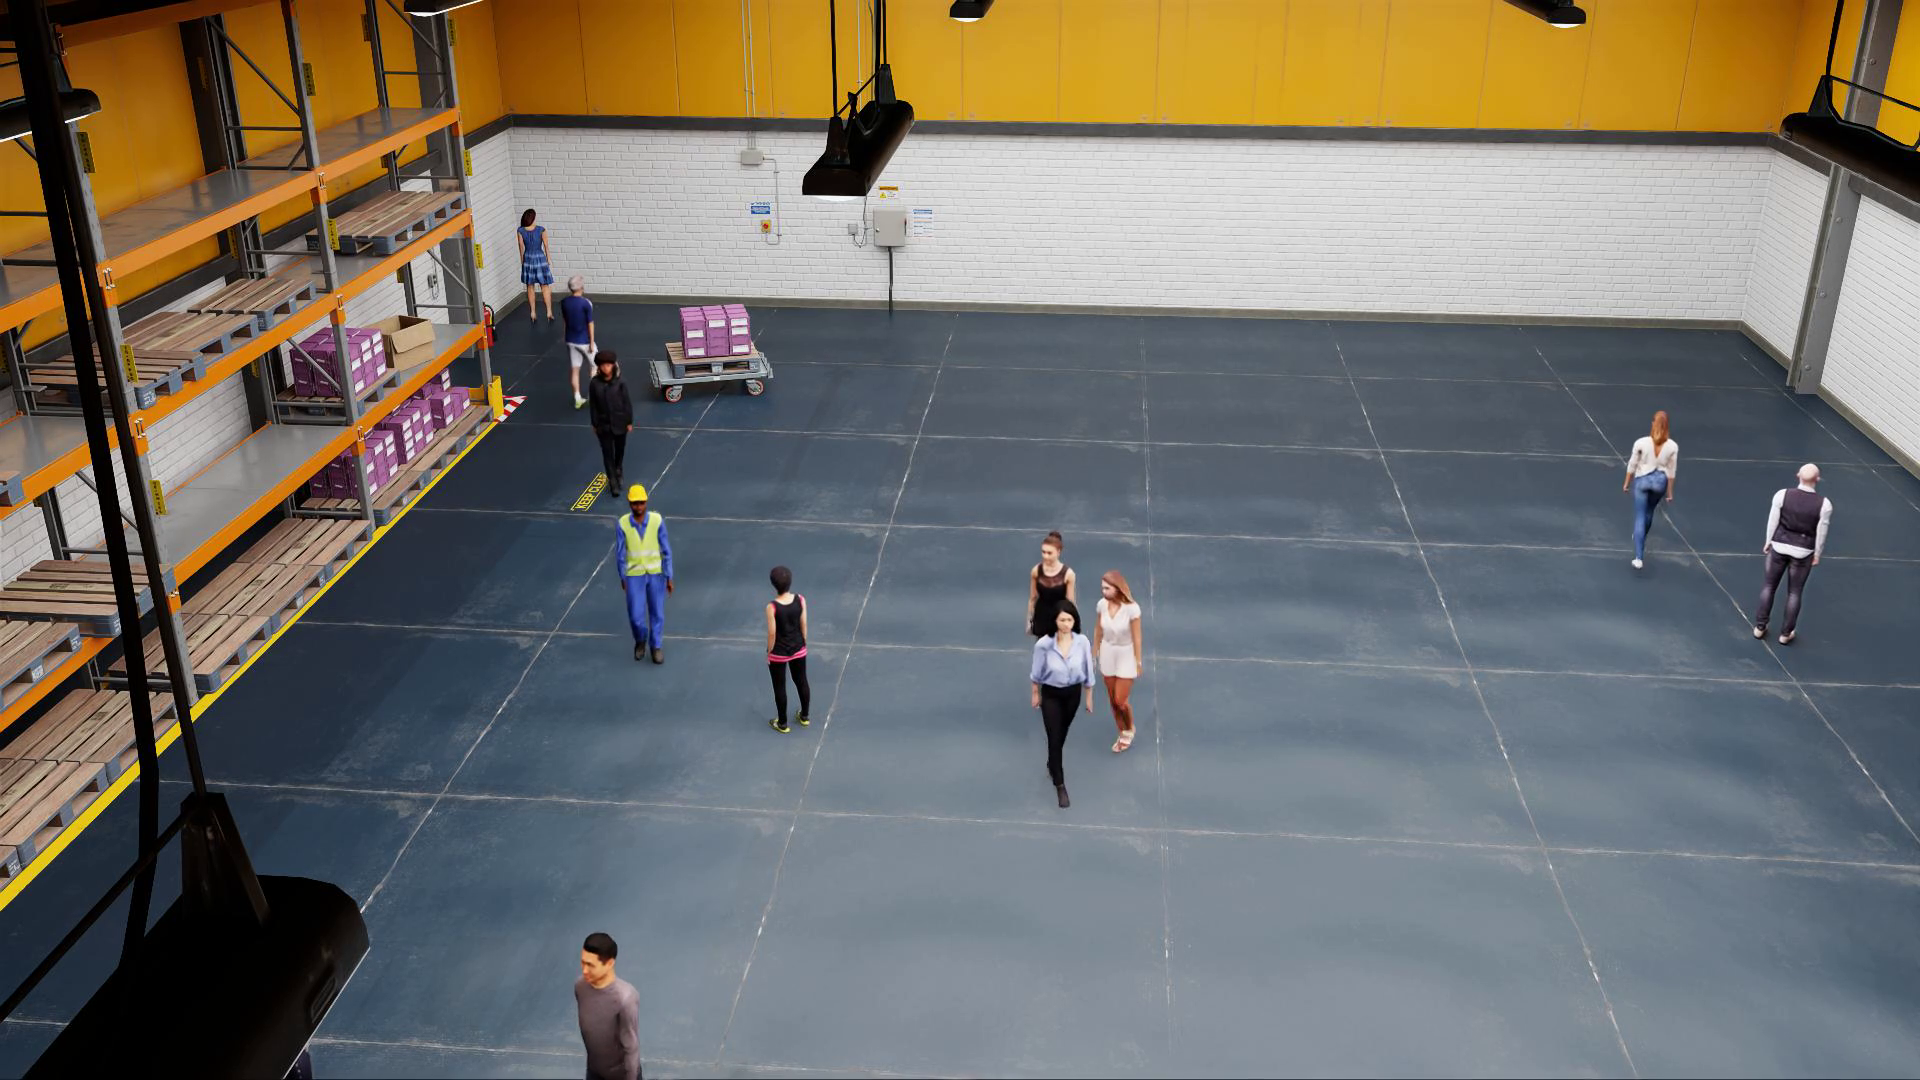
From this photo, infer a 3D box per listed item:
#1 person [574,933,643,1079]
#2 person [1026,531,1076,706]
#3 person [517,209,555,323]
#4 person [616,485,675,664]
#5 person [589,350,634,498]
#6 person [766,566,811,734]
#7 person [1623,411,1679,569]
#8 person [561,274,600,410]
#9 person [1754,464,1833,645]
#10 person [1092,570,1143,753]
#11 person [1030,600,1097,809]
[{"bbox_3d":[-1.928,3.007,9.622,1.159,1.740,0.919,3,24,7],"label":"person"},{"bbox_3d":[0.866,0.692,15.005,0.697,1.670,0.732,10,26,22],"label":"person"},{"bbox_3d":[-6.740,-4.361,26.397,0.693,1.805,0.611,-1,24,-3],"label":"person"},{"bbox_3d":[-2.978,0.296,15.747,0.763,1.801,0.776,-6,24,-14],"label":"person"},{"bbox_3d":[-4.134,-1.410,19.737,0.888,1.733,1.158,-7,24,-15],"label":"person"},{"bbox_3d":[-1.514,0.945,14.575,0.622,1.551,0.665,-15,28,-30],"label":"person"},{"bbox_3d":[7.356,-0.505,17.739,0.697,1.674,1.161,4,24,10],"label":"person"},{"bbox_3d":[-5.184,-2.655,22.480,0.670,1.817,0.718,5,24,10],"label":"person"},{"bbox_3d":[8.048,0.122,16.121,0.760,1.821,0.739,12,27,26],"label":"person"},{"bbox_3d":[1.401,1.009,14.279,0.699,1.672,0.728,13,27,27],"label":"person"},{"bbox_3d":[0.815,1.260,13.658,0.871,1.710,1.141,-4,24,-10],"label":"person"}]
